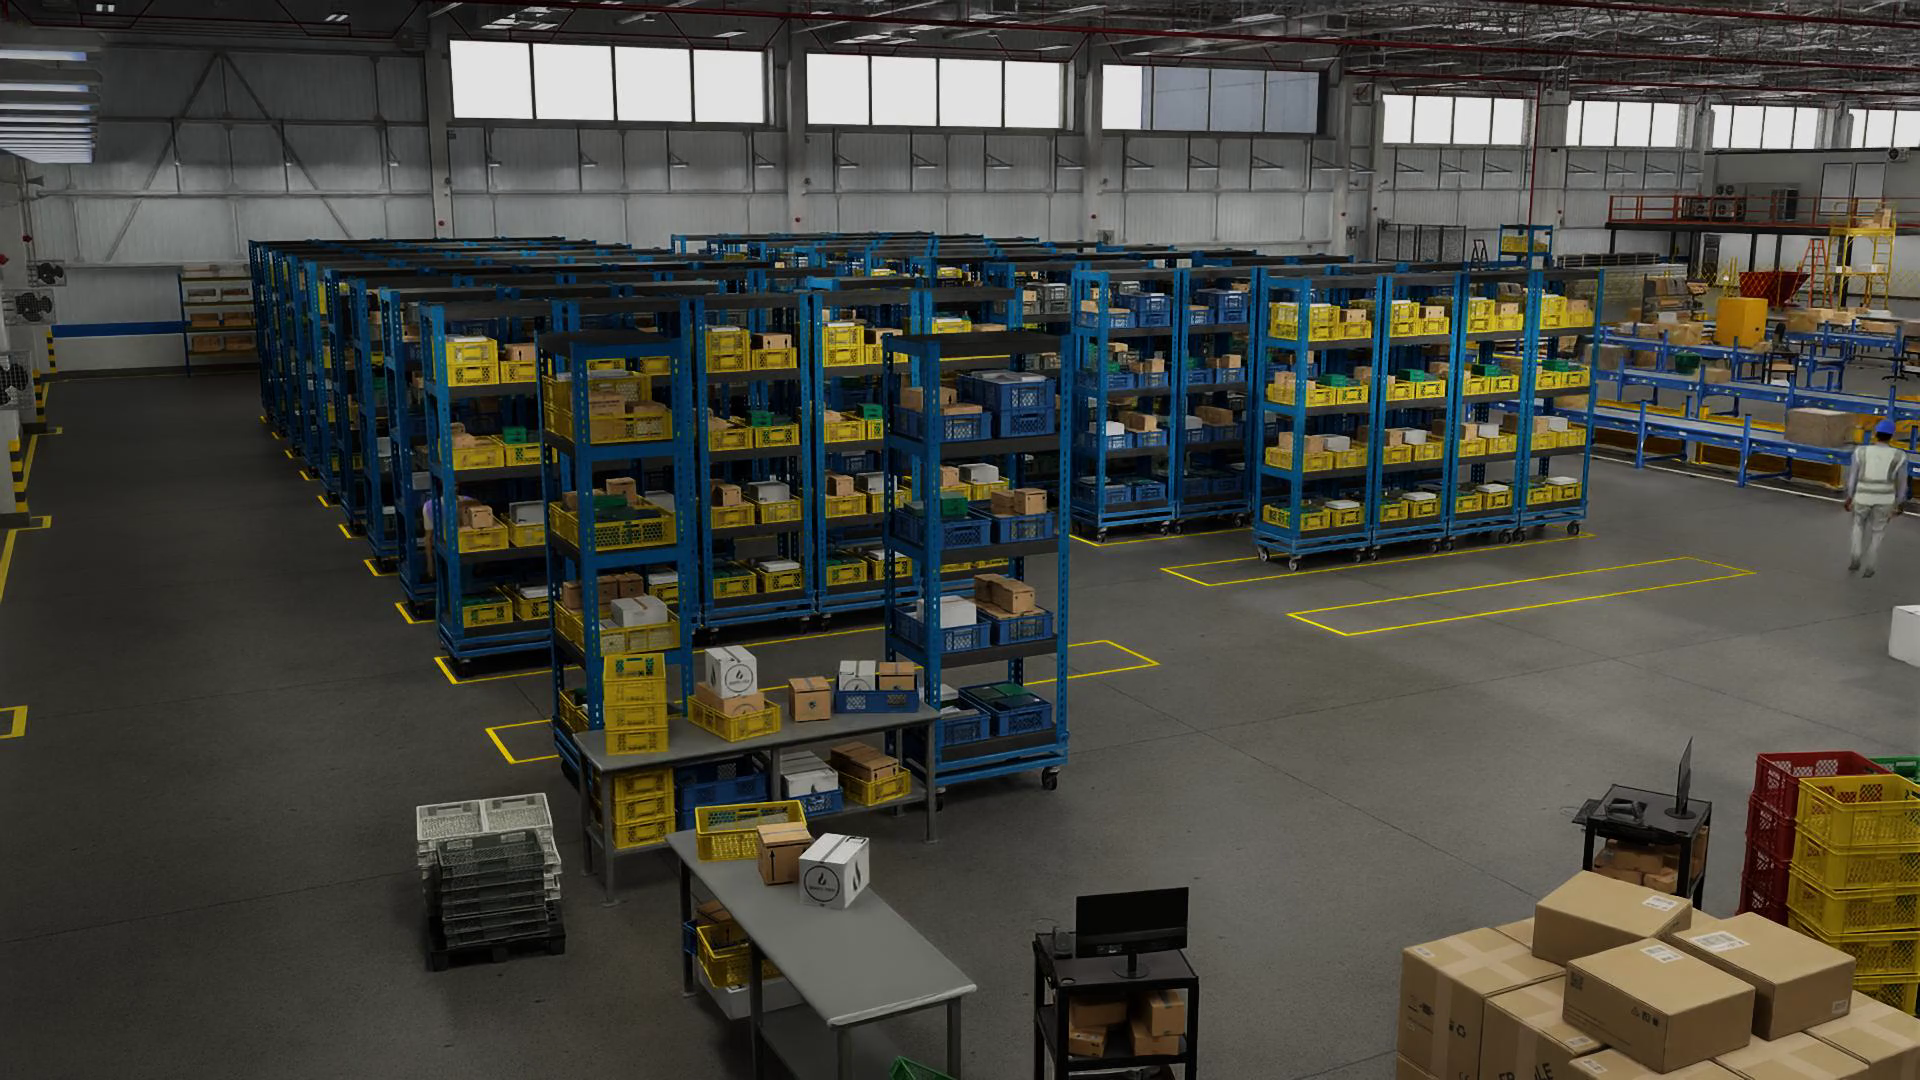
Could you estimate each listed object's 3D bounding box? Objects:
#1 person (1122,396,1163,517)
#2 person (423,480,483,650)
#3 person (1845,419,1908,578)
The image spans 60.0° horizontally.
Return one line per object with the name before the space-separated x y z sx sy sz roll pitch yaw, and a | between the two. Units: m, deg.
person | 2.644 -1.256 24.012 0.969 1.778 0.576 -11 16 -42
person | -5.201 0.188 17.075 0.566 1.841 0.381 -8 15 -34
person | 11.120 -0.516 20.161 0.658 1.926 0.633 8 14 33
